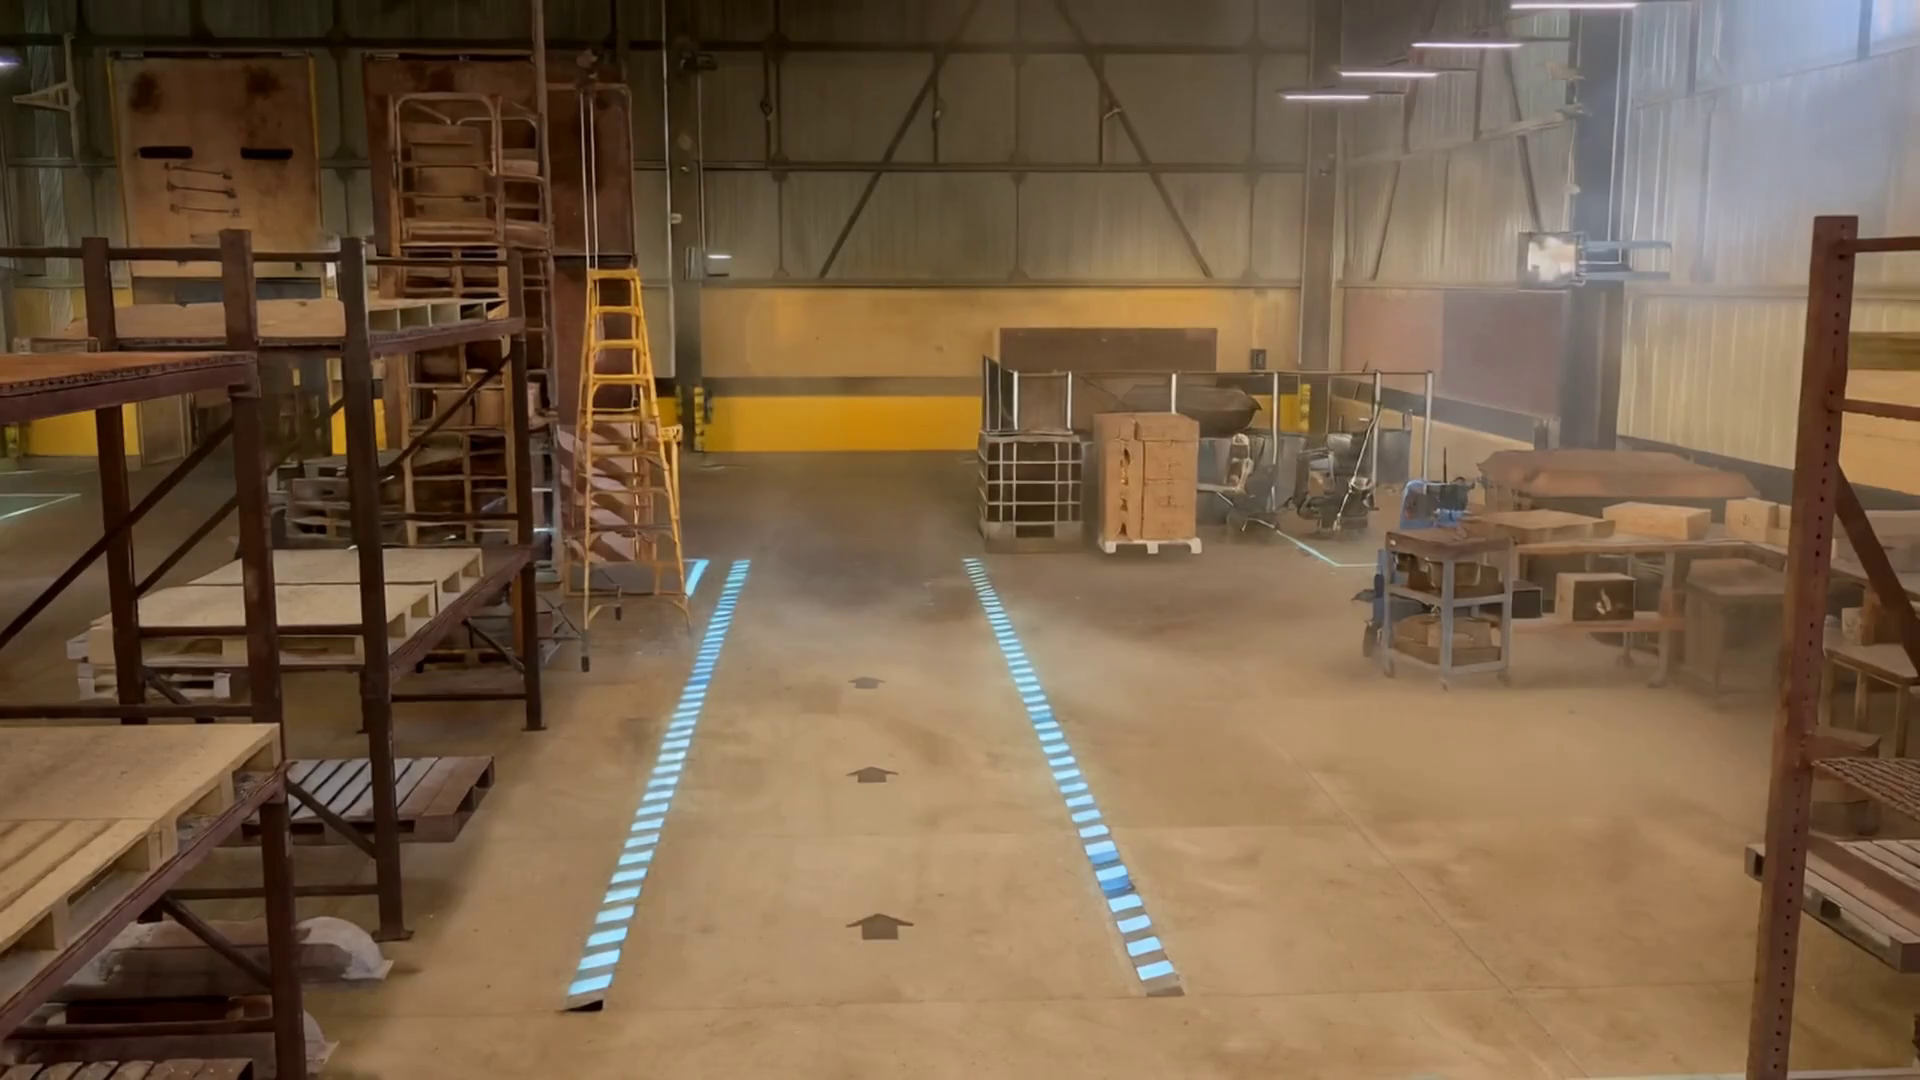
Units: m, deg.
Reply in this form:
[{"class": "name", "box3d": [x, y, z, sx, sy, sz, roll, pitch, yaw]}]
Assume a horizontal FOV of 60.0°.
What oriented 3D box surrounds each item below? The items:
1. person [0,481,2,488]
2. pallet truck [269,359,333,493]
[{"class": "person", "box3d": [-13.209, -1.640, 22.418, 0.544, 1.929, 0.386, 7, 11, 37]}, {"class": "pallet truck", "box3d": [-7.062, -1.131, 18.996, 1.885, 1.965, 0.823, 2, 9, 13]}]
